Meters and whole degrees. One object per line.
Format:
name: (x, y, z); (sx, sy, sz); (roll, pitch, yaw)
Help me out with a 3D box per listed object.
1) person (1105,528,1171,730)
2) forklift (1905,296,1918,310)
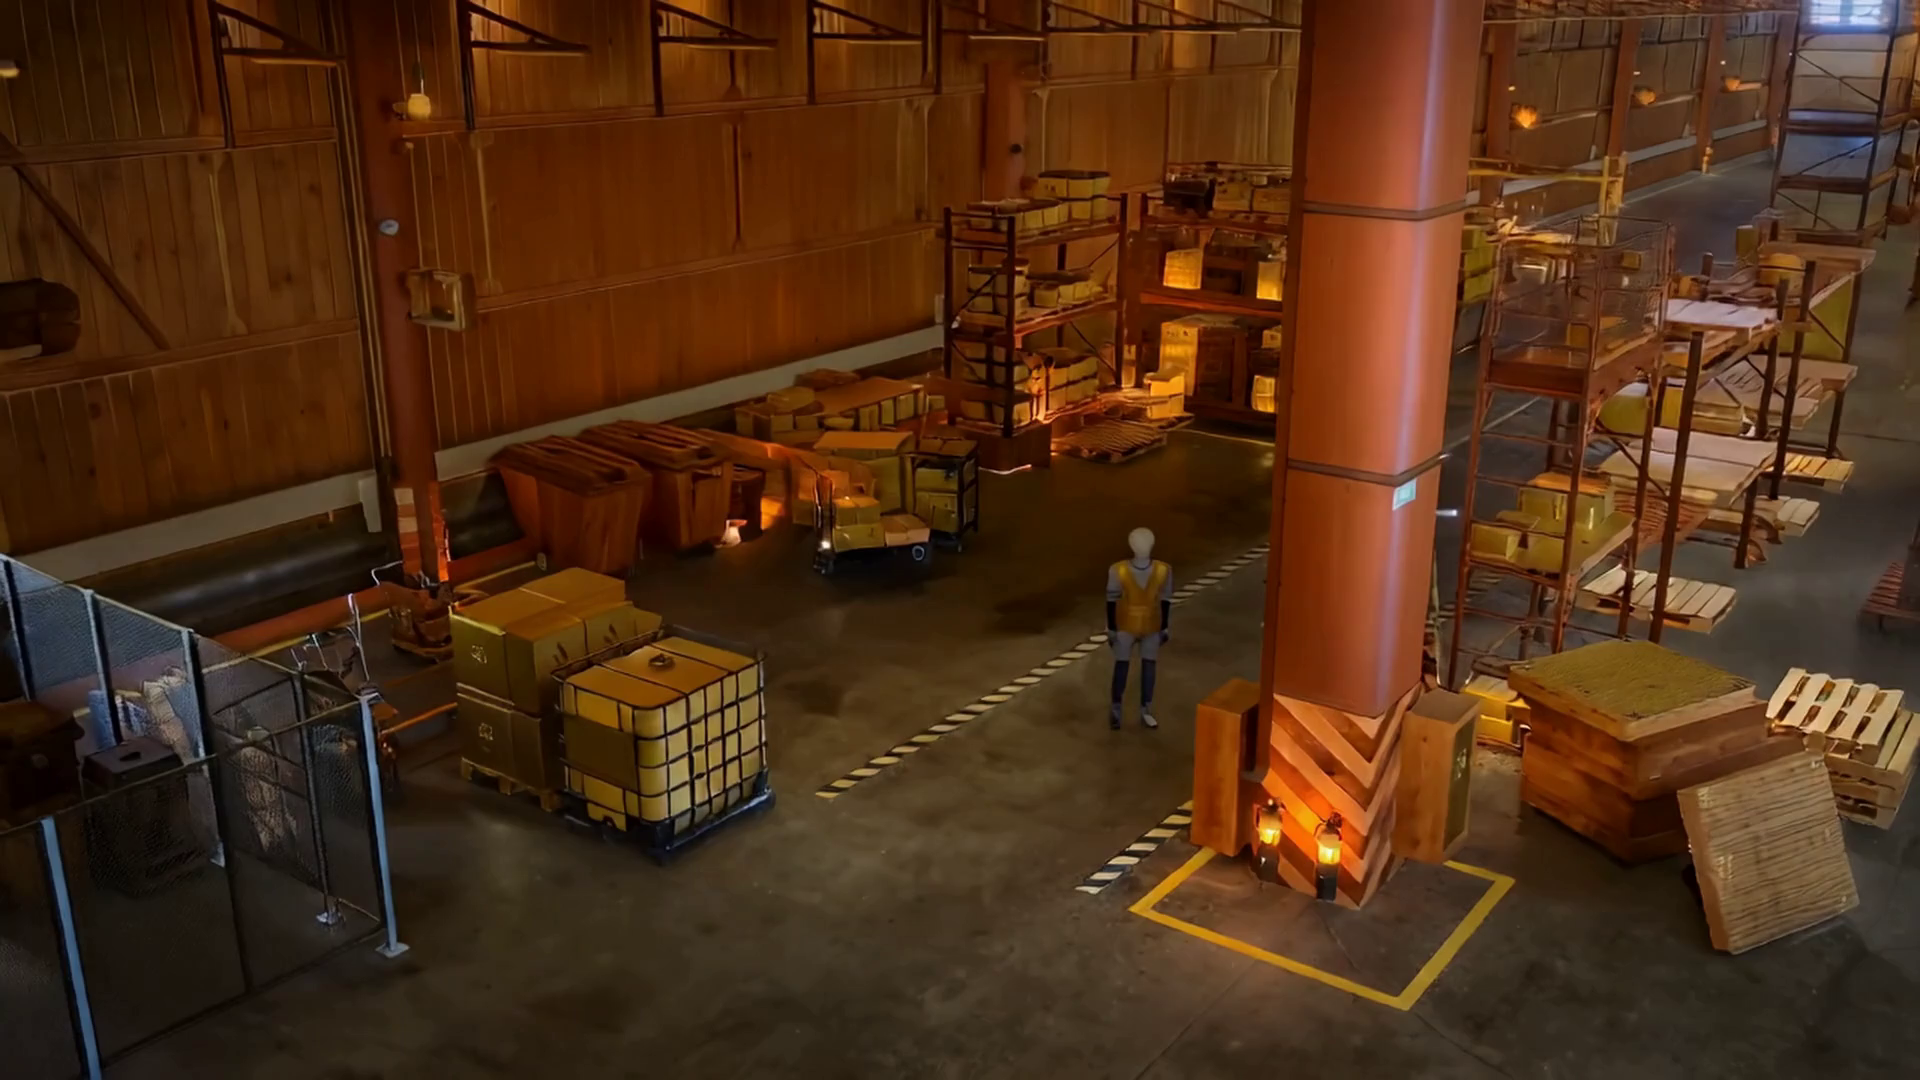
person: (1.424, 0.706, 13.327); (0.541, 1.698, 0.316); (-2, 18, -7)
forklift: (18.809, -5.782, 31.316); (1.129, 2.768, 1.873); (13, 22, 34)
